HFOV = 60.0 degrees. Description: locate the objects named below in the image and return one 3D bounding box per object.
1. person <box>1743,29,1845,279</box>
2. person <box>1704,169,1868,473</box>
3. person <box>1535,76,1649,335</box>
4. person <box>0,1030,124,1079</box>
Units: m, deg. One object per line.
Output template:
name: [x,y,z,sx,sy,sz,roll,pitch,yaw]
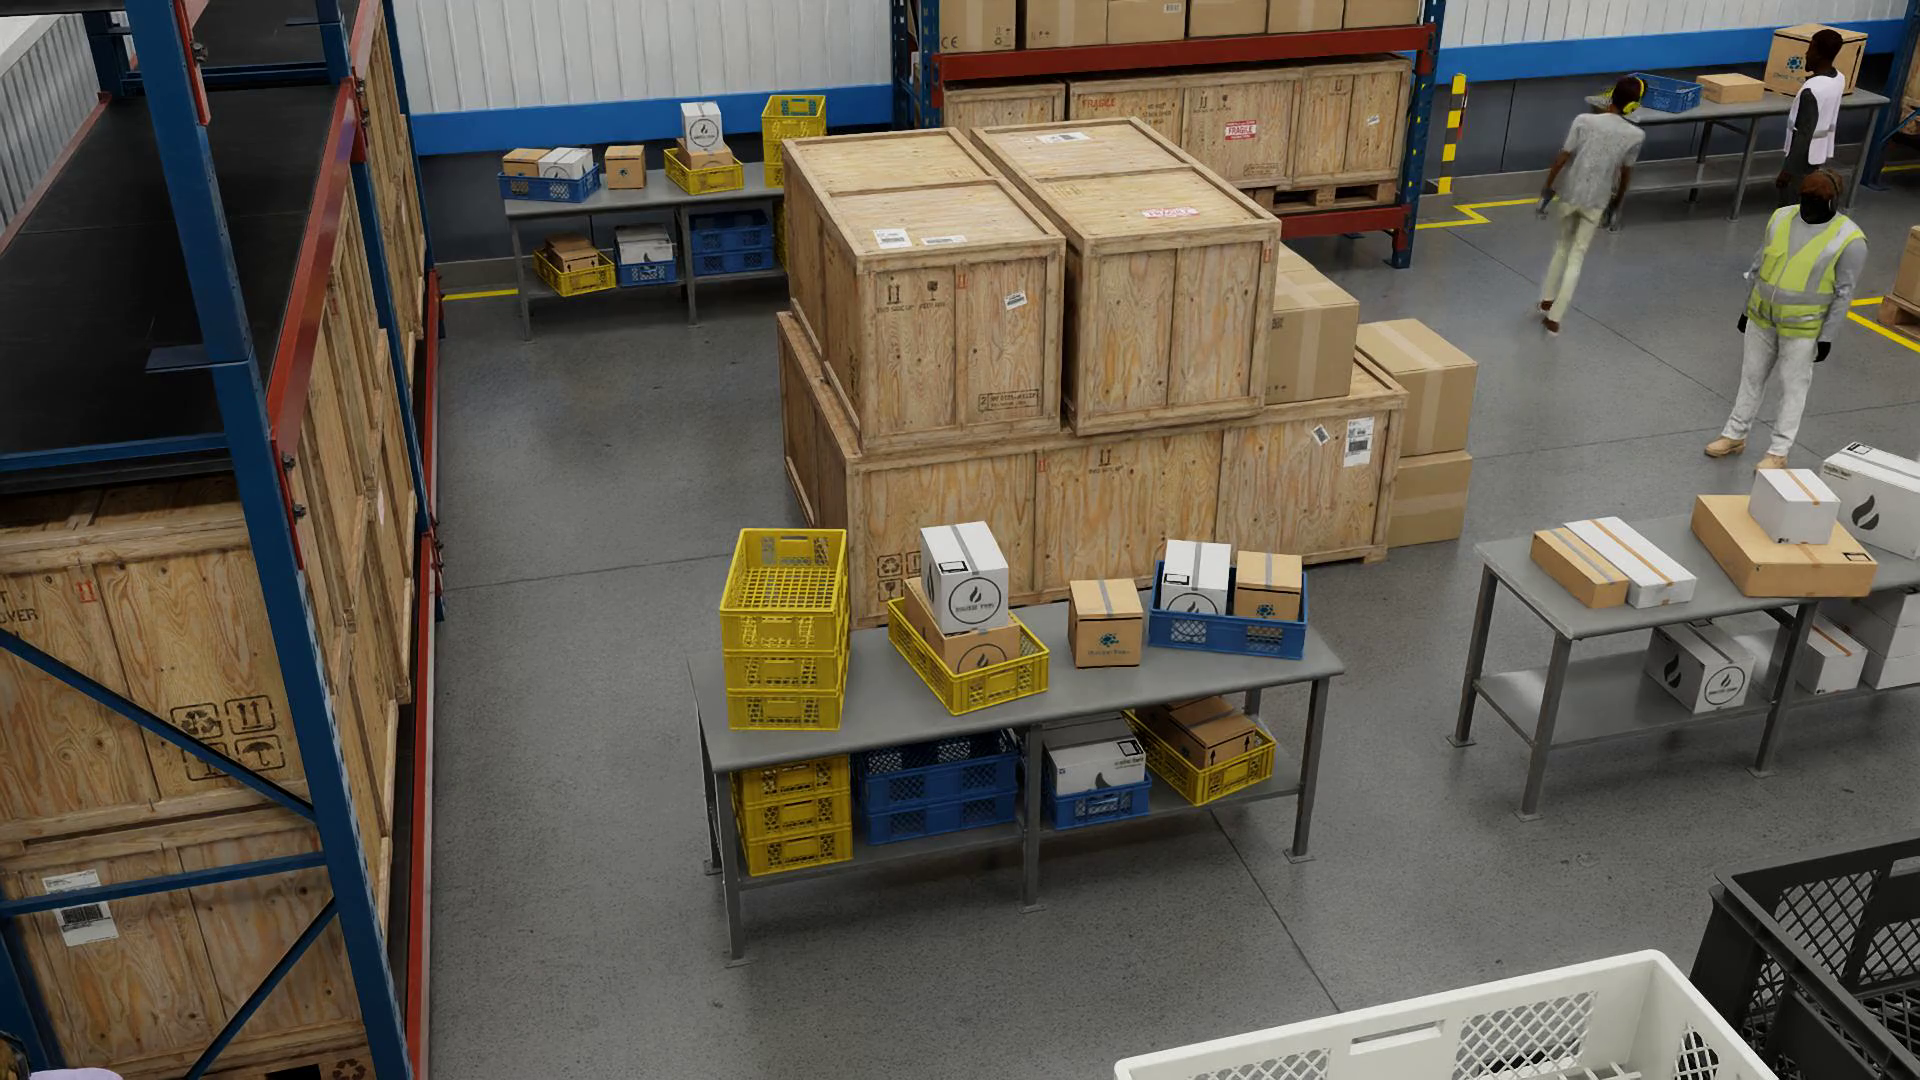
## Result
person: [6.412,-2.899,12.654,0.379,1.918,0.597,22,36,35]
person: [4.870,-1.281,9.800,0.429,1.842,0.621,-18,33,-29]
person: [4.471,-2.402,11.867,0.609,1.808,0.700,17,33,27]
person: [-2.152,1.876,3.979,0.625,1.933,0.374,-24,37,-37]
